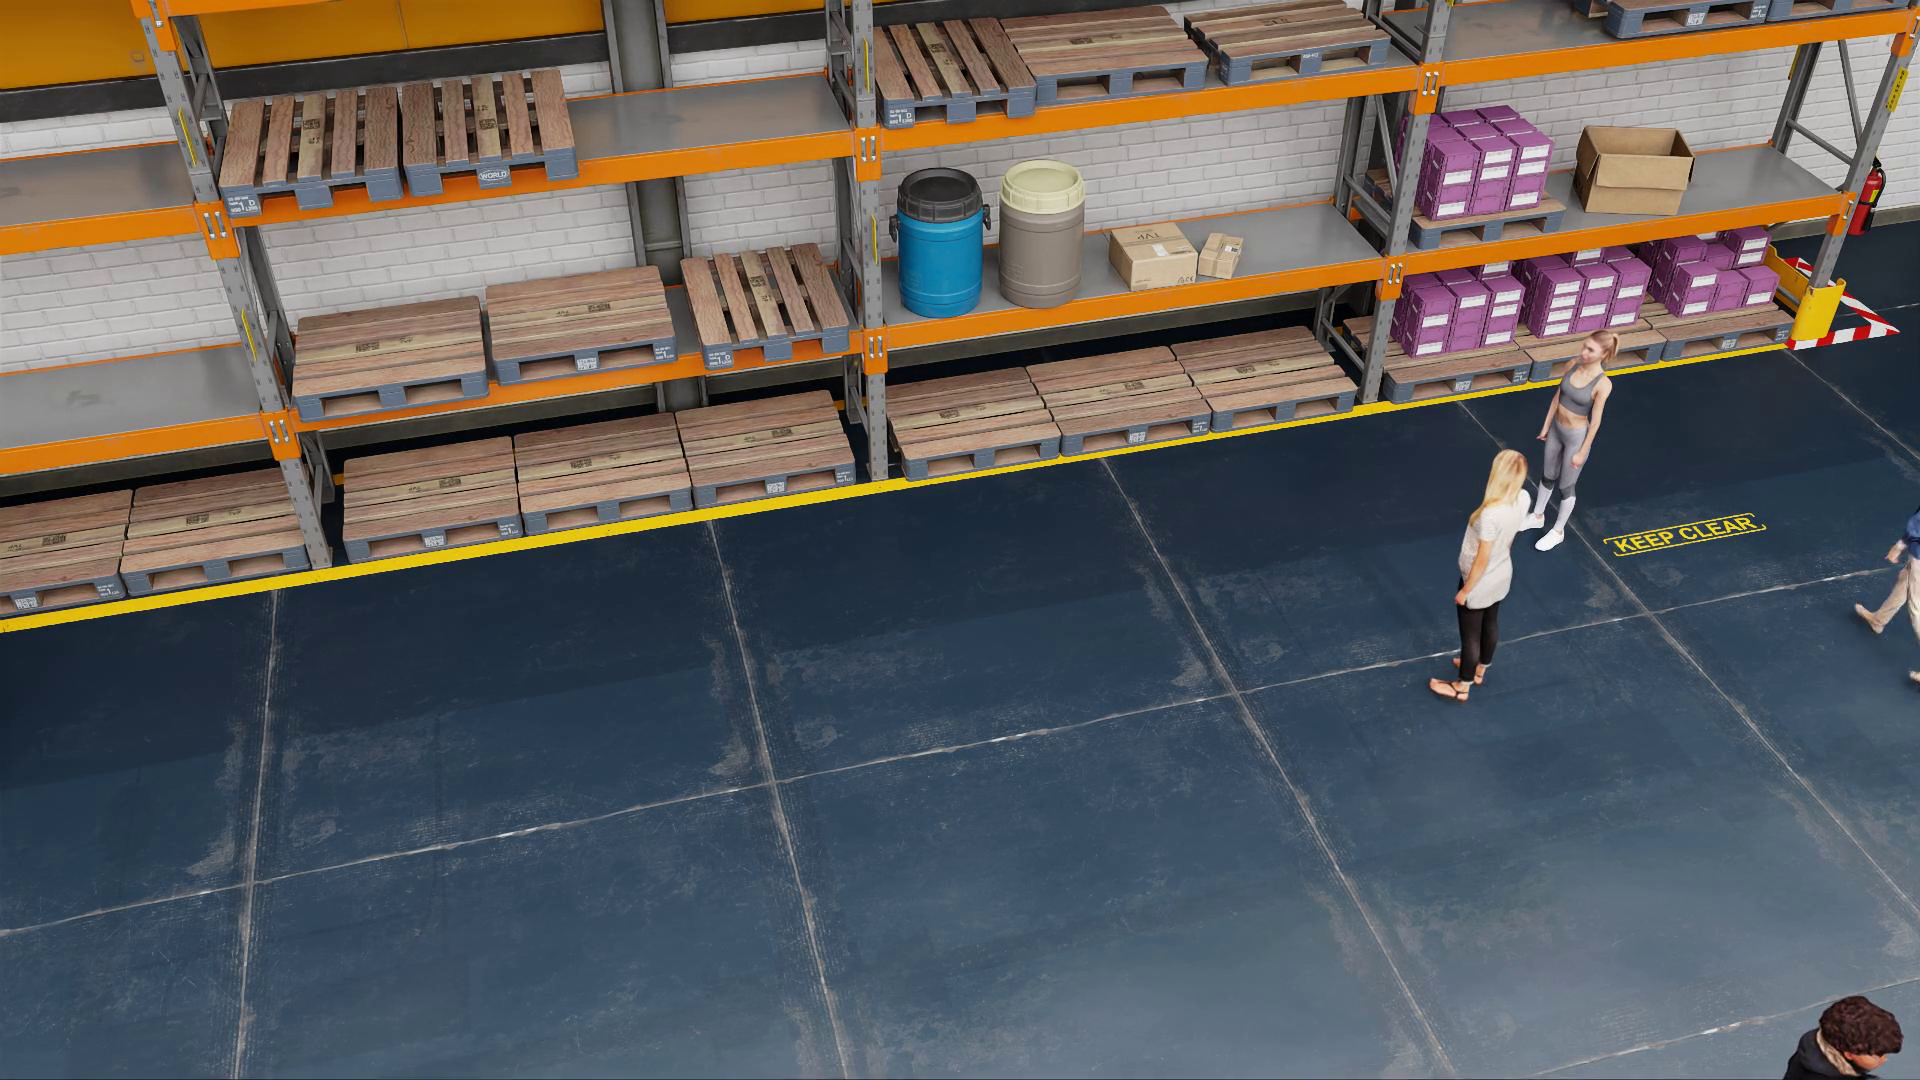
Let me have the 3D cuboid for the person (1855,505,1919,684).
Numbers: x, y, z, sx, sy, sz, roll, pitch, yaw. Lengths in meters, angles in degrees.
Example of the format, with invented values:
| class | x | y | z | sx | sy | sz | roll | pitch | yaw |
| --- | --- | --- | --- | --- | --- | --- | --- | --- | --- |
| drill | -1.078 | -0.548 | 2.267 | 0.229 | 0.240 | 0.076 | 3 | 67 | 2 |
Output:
| class | x | y | z | sx | sy | sz | roll | pitch | yaw |
| --- | --- | --- | --- | --- | --- | --- | --- | --- | --- |
| person | 6.112 | 0.160 | 10.353 | 1.032 | 1.662 | 0.678 | -10 | 40 | -12 |

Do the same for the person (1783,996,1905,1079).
| class | x | y | z | sx | sy | sz | roll | pitch | yaw |
| --- | --- | --- | --- | --- | --- | --- | --- | --- | --- |
| person | 3.614 | 2.597 | 7.200 | 0.736 | 1.778 | 0.717 | 7 | 39 | 9 |

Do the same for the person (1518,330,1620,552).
| class | x | y | z | sx | sy | sz | roll | pitch | yaw |
| --- | --- | --- | --- | --- | --- | --- | --- | --- | --- |
| person | 4.178 | -0.701 | 11.388 | 0.593 | 1.705 | 0.602 | -18 | 42 | -21 |

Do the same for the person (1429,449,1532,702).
| class | x | y | z | sx | sy | sz | roll | pitch | yaw |
| --- | --- | --- | --- | --- | --- | --- | --- | --- | --- |
| person | 3.209 | 0.227 | 10.130 | 0.636 | 1.825 | 0.755 | -32 | 48 | -33 |
